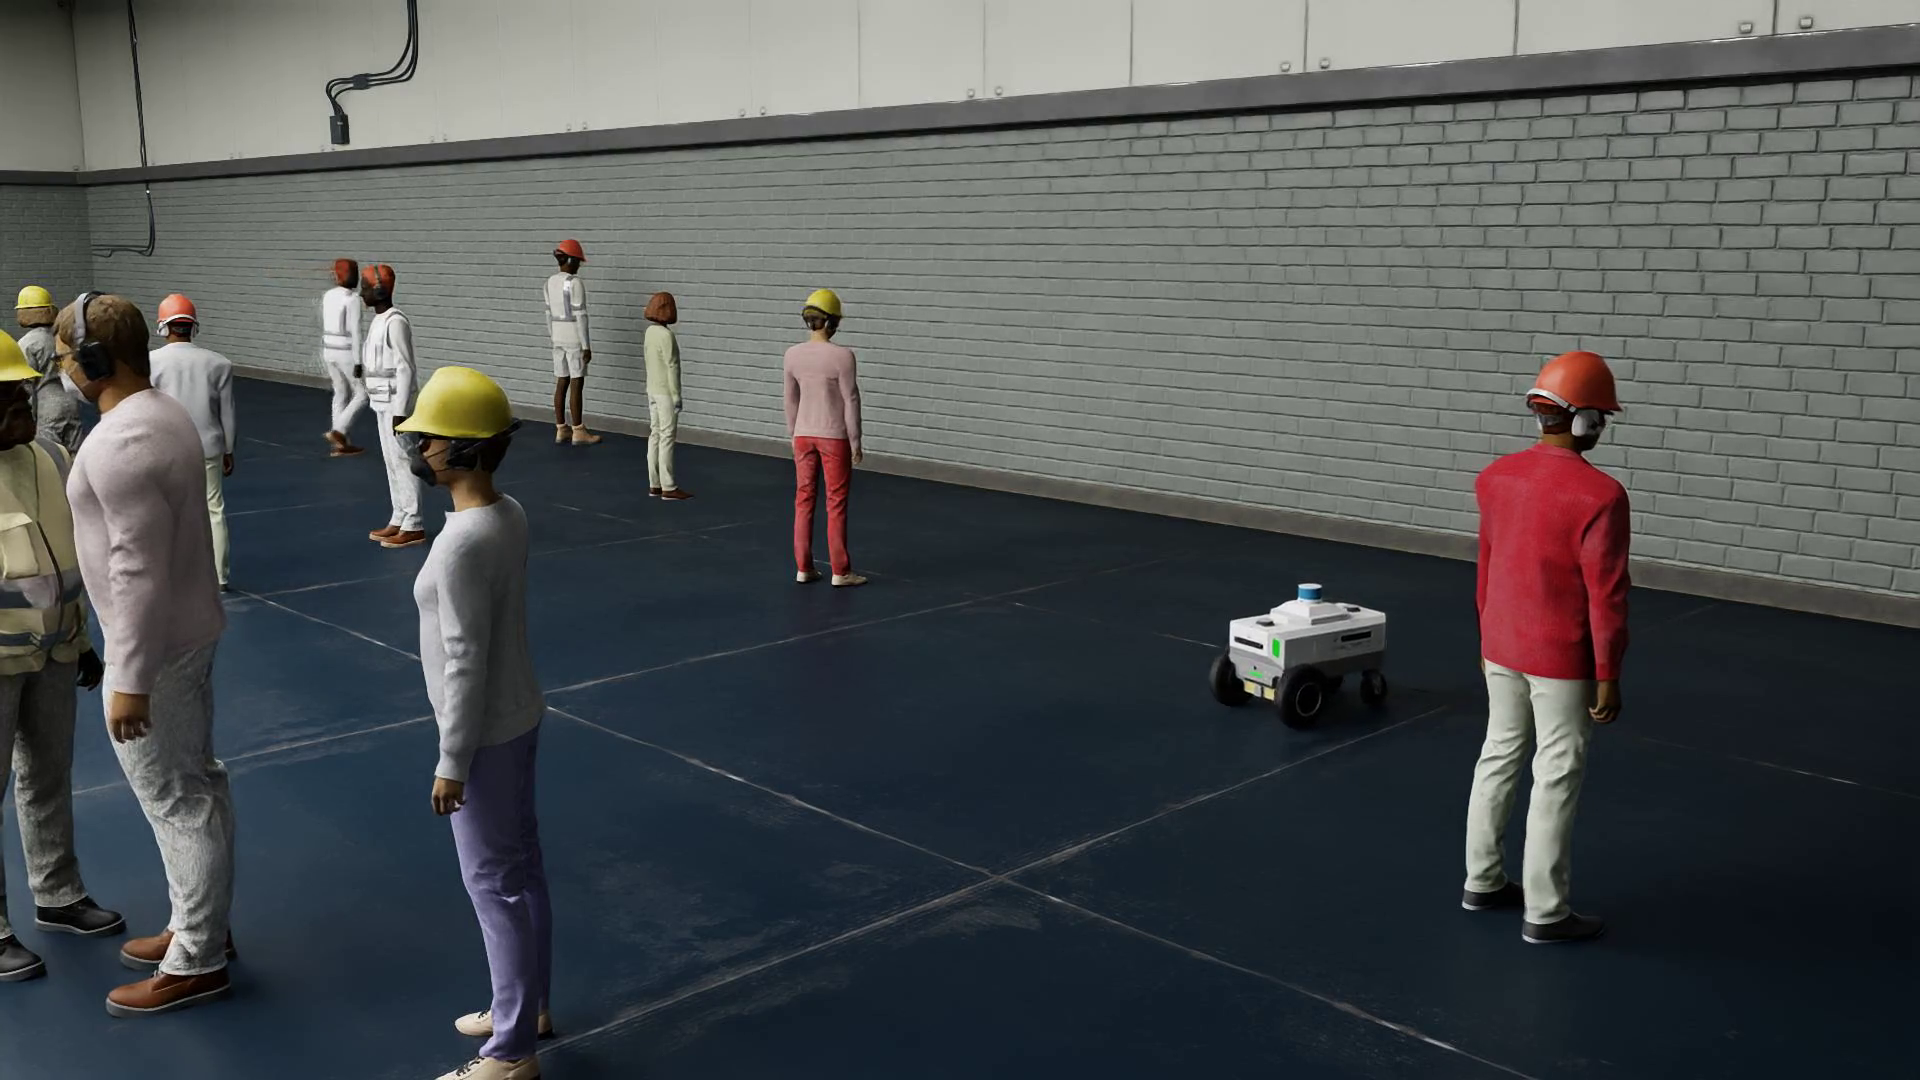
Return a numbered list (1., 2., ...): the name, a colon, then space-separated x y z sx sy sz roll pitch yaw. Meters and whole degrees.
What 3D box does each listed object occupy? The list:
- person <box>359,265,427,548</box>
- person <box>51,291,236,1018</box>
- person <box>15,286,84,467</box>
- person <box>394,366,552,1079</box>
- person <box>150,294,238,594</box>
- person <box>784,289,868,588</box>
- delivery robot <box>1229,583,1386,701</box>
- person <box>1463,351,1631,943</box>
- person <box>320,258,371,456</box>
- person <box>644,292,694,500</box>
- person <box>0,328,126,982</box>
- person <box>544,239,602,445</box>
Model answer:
1. person: -3.803 -0.892 11.137 0.338 1.882 0.582 -6 12 -30
2. person: -2.171 0.308 4.462 0.379 1.933 0.629 -3 11 -15
3. person: -6.252 -0.867 11.418 0.320 1.737 0.483 3 11 16
4. person: -1.173 0.464 4.054 0.305 1.772 0.525 -1 10 -4
5. person: -4.451 -0.533 9.566 0.568 1.746 0.343 -9 14 -41
6. person: -0.799 -0.596 9.848 0.523 1.767 0.313 6 12 29
7. delivery robot: 1.525 0.434 7.277 0.707 0.478 0.477 -7 12 -32
8. person: 1.765 0.314 4.945 0.352 1.743 0.567 -5 11 -23
9. person: -5.782 -1.702 15.605 0.591 1.869 0.451 7 12 33
10. person: -2.329 -1.136 13.152 0.286 1.633 0.500 -7 12 -32
11. person: -2.696 0.307 4.726 0.404 1.837 0.595 3 11 16
12. person: -3.870 -1.969 16.593 0.606 2.039 0.381 9 14 41
